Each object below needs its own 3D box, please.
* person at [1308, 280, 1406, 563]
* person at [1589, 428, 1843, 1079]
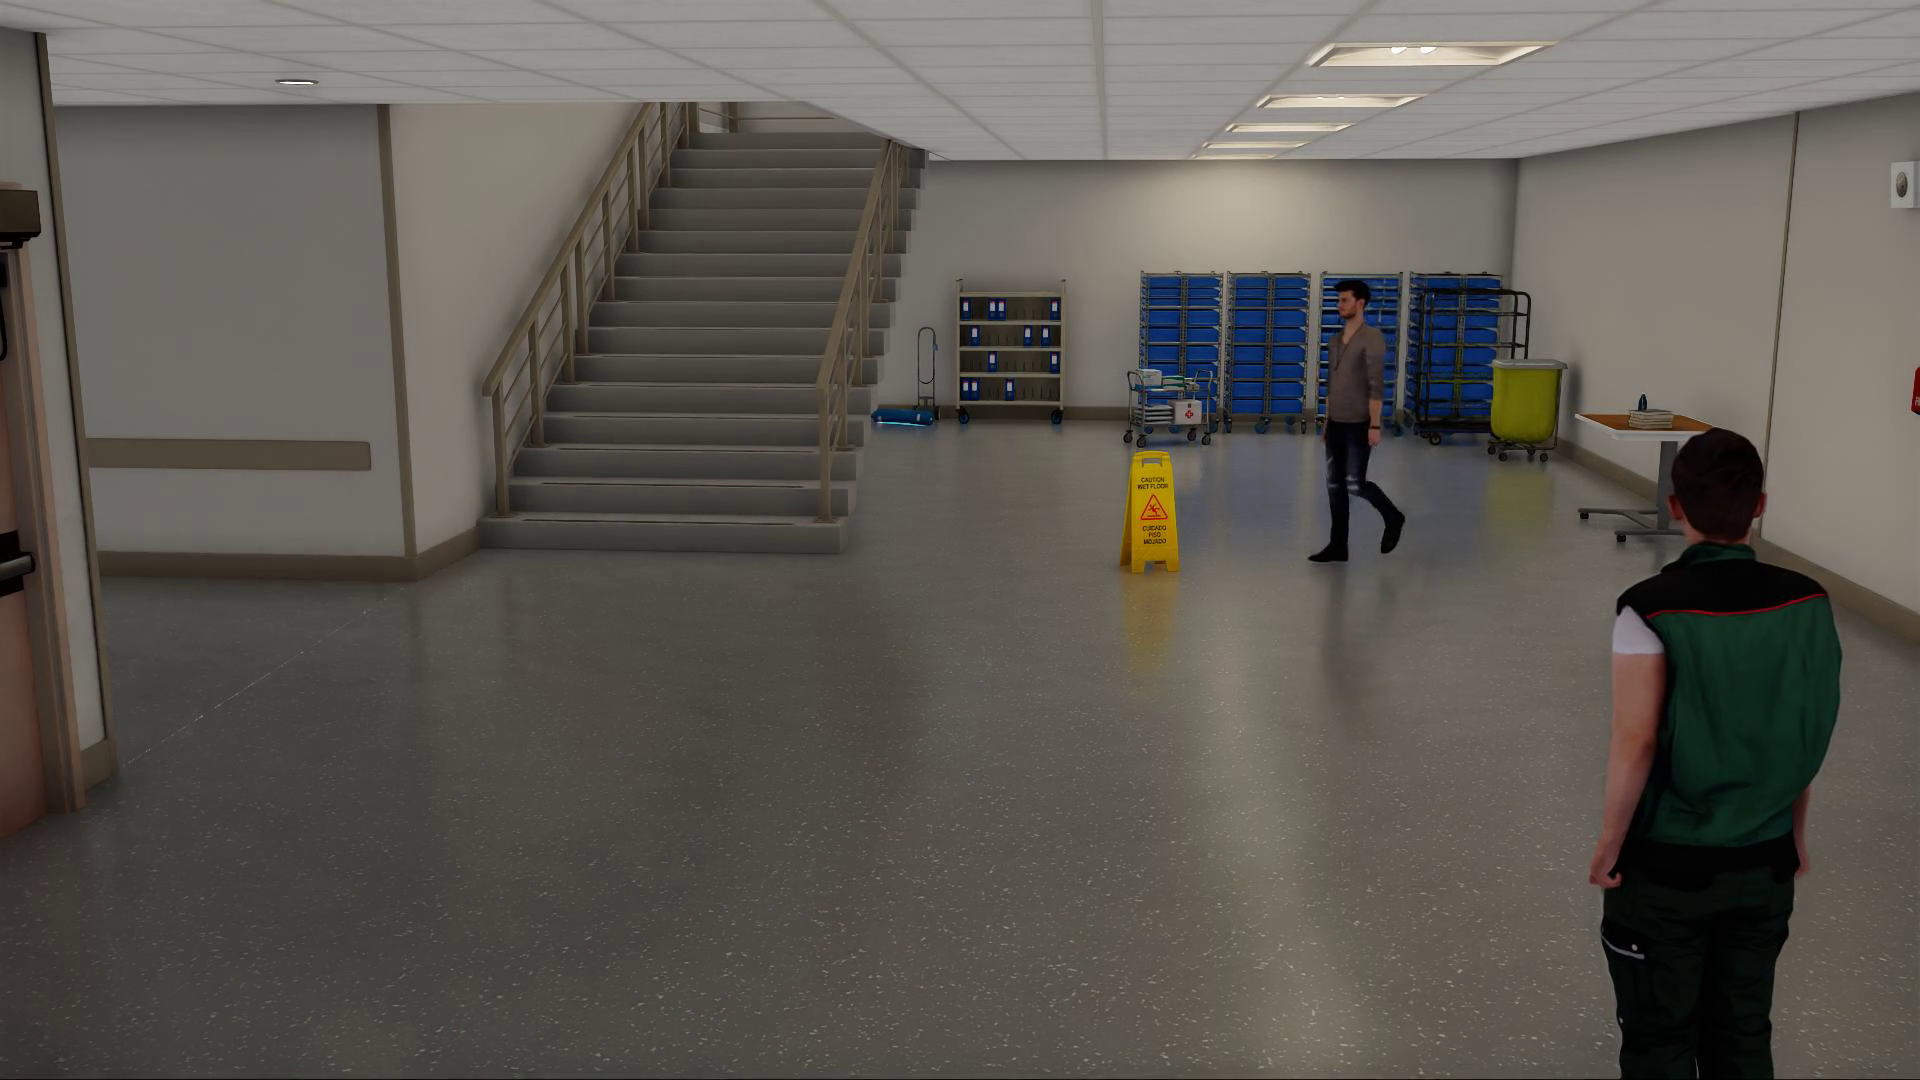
[{"bbox_3d":[2.696,-0.778,11.135,0.992,1.891,0.991,-5,12,-24],"label":"person"},{"bbox_3d":[1.630,0.668,3.657,0.687,1.838,0.646,-1,11,-6],"label":"person"}]
